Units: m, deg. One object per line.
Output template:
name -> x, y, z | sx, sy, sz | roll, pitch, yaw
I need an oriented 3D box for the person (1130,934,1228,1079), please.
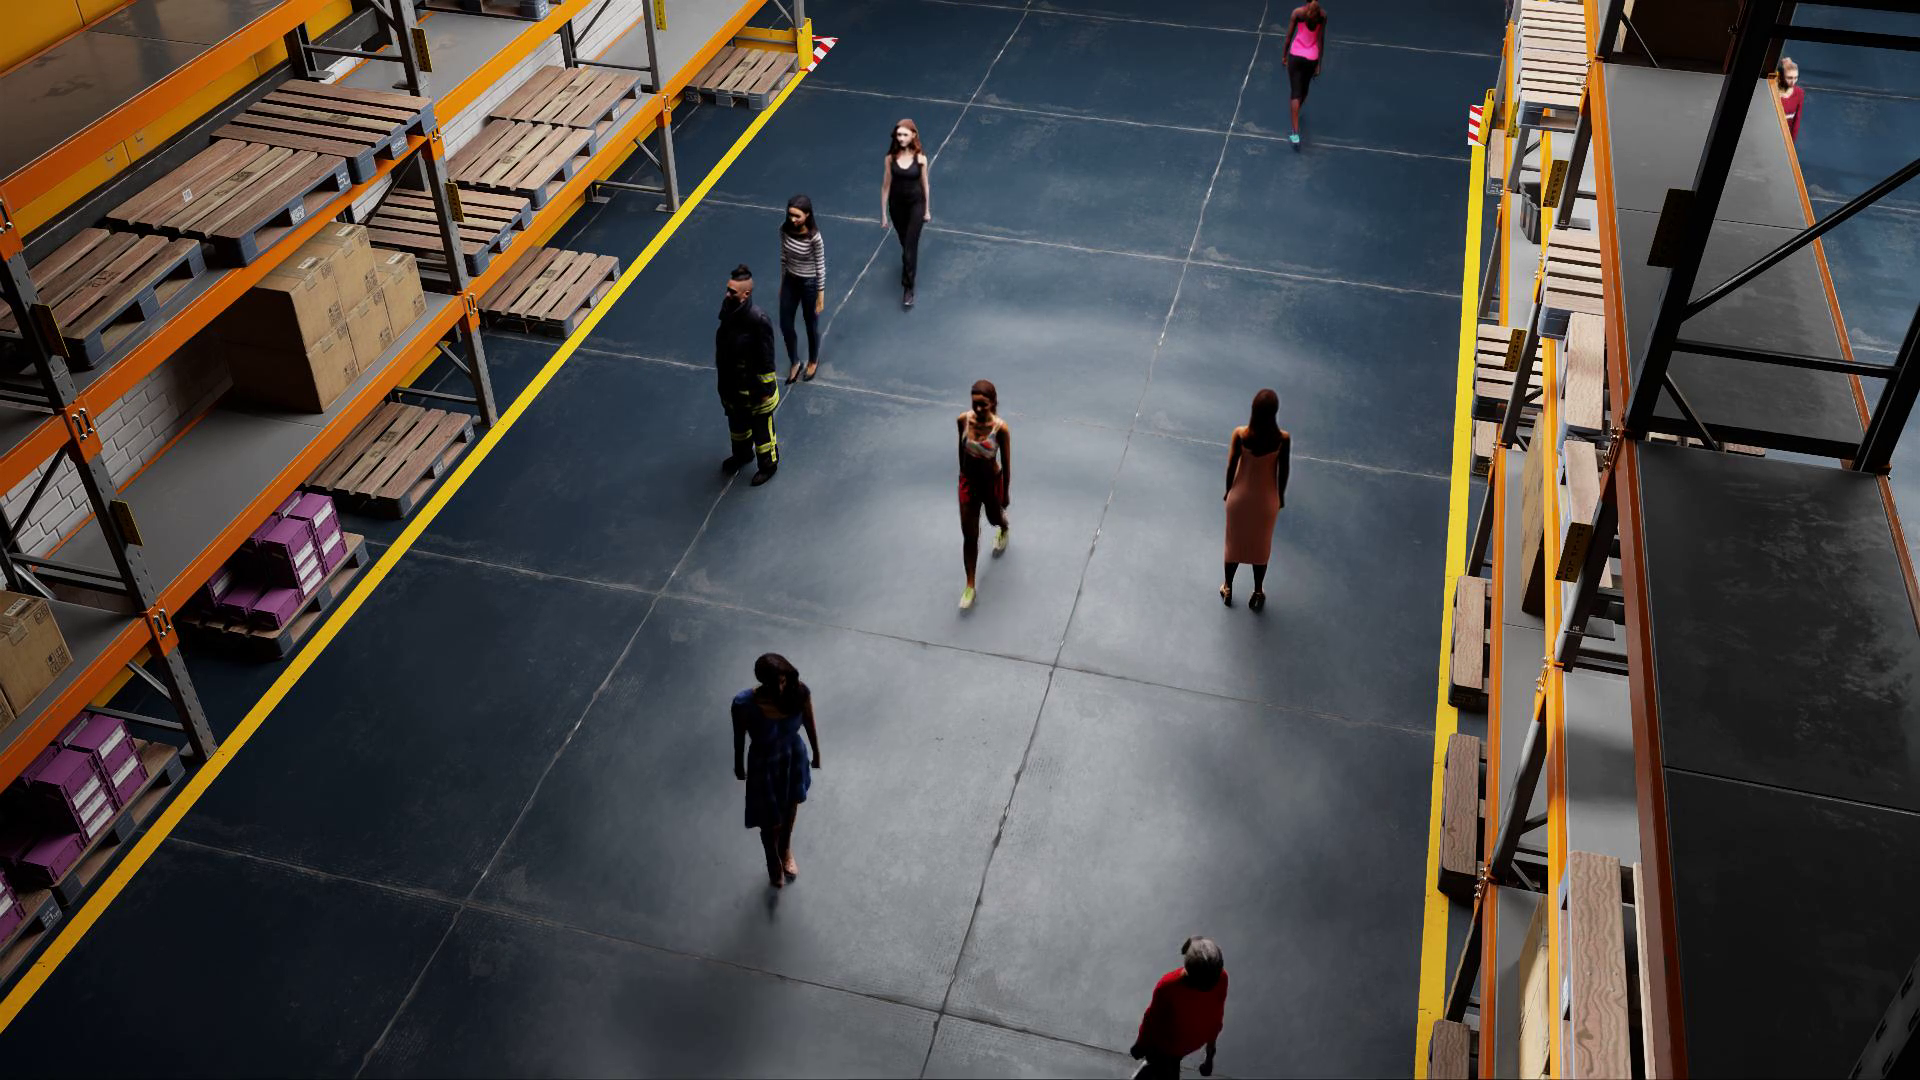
person -> 1.043, 2.483, 8.431 | 1.008, 1.648, 1.102 | -15, 41, -18

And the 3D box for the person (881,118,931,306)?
person -> -0.476, -3.125, 15.407 | 0.706, 1.706, 1.181 | 5, 39, 7

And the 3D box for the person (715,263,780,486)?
person -> -1.669, -1.311, 13.011 | 0.867, 1.860, 0.870 | 30, 47, 32

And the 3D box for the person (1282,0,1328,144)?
person -> 3.700, -5.110, 17.920 | 0.688, 1.672, 1.212 | 4, 39, 5

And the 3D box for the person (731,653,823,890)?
person -> -1.111, 1.306, 9.788 | 0.846, 1.794, 0.904 | -18, 42, -21

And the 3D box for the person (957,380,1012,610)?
person -> 0.200, -0.432, 12.000 | 0.675, 1.749, 1.201 | 13, 40, 16

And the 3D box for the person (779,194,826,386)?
person -> -1.285, -2.152, 14.130 | 0.689, 1.780, 0.688 | 18, 42, 22

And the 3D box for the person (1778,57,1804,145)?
person -> 7.982, -3.949, 16.458 | 0.813, 1.681, 0.924 | -5, 39, -6

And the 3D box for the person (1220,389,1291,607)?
person -> 2.072, -0.287, 11.753 | 0.587, 1.831, 0.513 | 8, 39, 10
